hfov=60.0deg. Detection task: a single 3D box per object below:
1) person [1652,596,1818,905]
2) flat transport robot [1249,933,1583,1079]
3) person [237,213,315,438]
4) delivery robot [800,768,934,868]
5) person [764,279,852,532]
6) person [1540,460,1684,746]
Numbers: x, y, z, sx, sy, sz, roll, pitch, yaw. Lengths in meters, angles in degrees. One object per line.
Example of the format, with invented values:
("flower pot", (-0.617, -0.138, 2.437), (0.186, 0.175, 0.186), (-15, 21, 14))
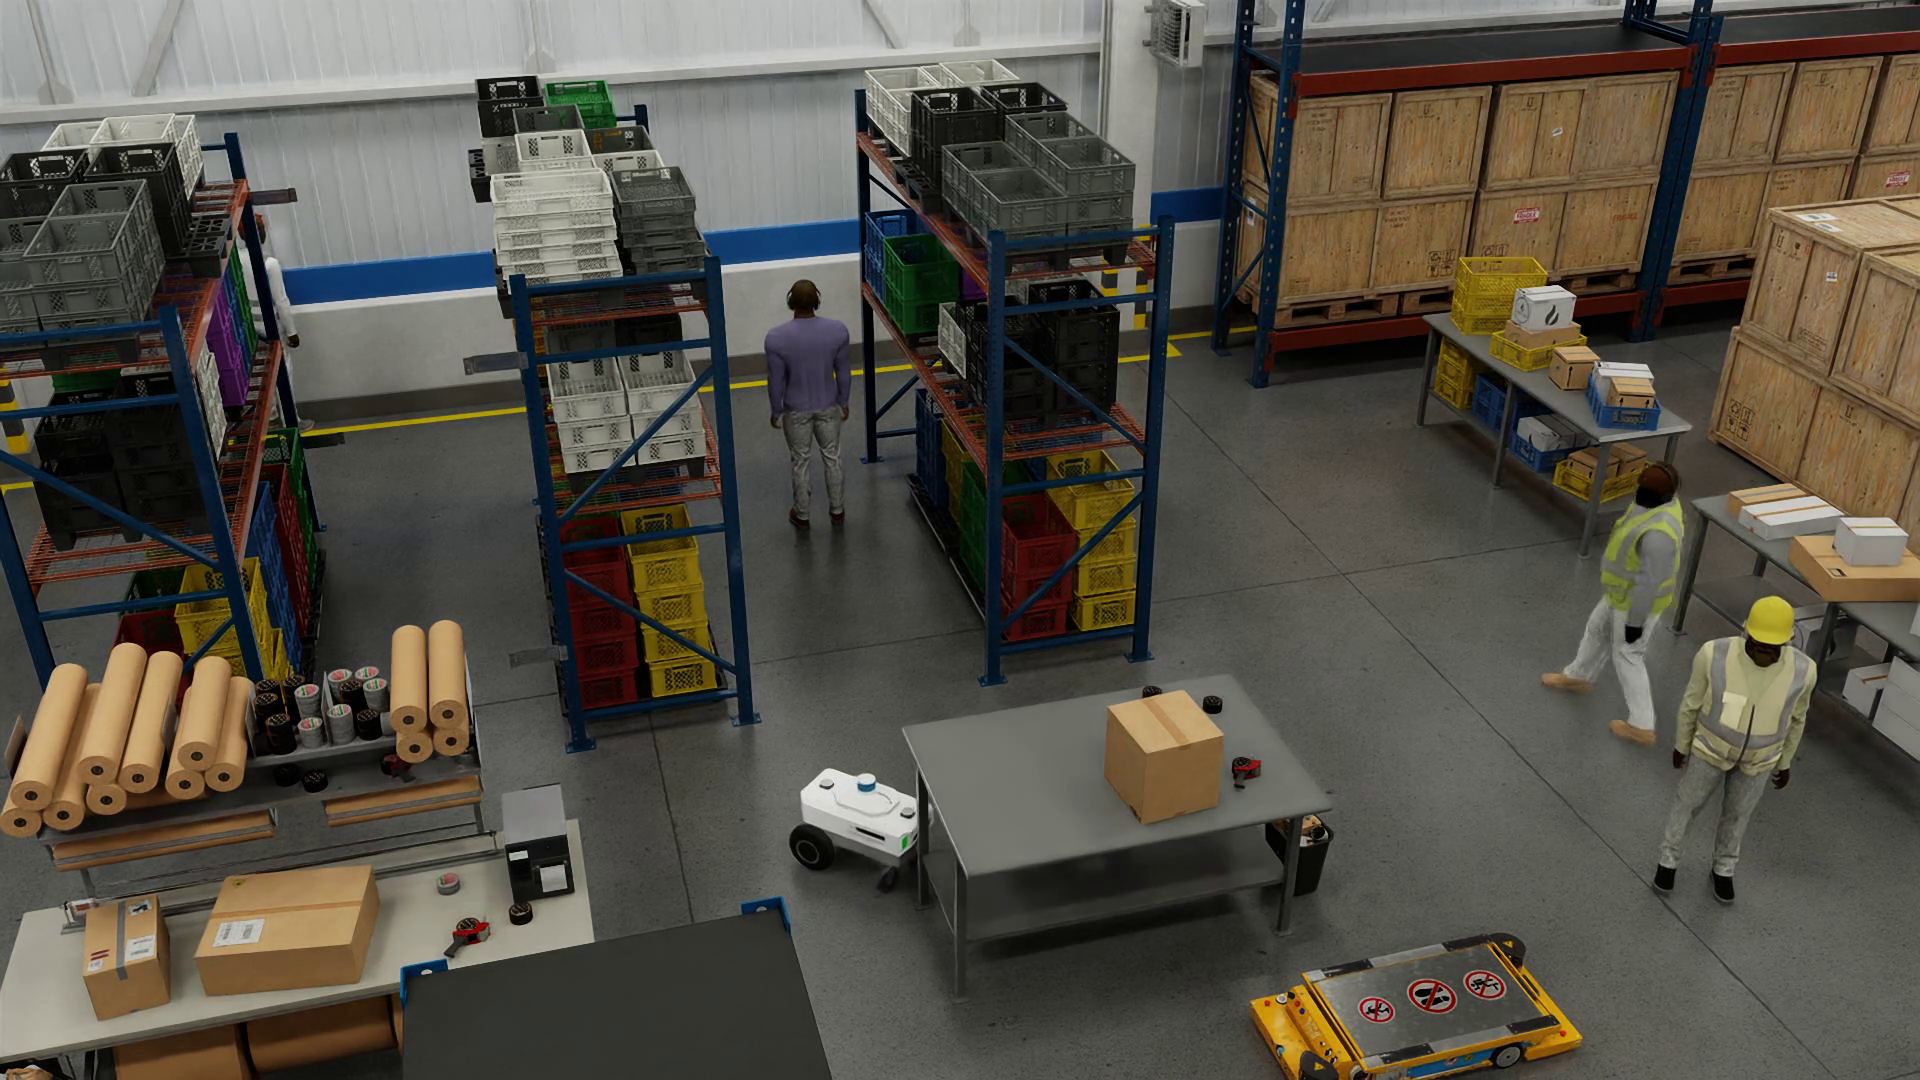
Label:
("person", (3.988, 1.079, 8.558), (0.592, 1.832, 0.404), (9, 30, 15))
("flat transport robot", (2.184, 2.282, 7.980), (1.431, 0.197, 0.652), (-8, 30, -14))
("person", (-5.700, -1.770, 13.709), (0.575, 1.875, 0.340), (16, 33, 27))
("delivery robot", (-0.503, 1.490, 9.035), (0.707, 0.478, 0.477), (15, 32, 25))
("person", (-1.100, -0.984, 12.204), (0.627, 1.940, 0.371), (-8, 30, -14))
("person", (4.004, 0.315, 9.998), (0.678, 1.799, 0.679), (10, 30, 18))
